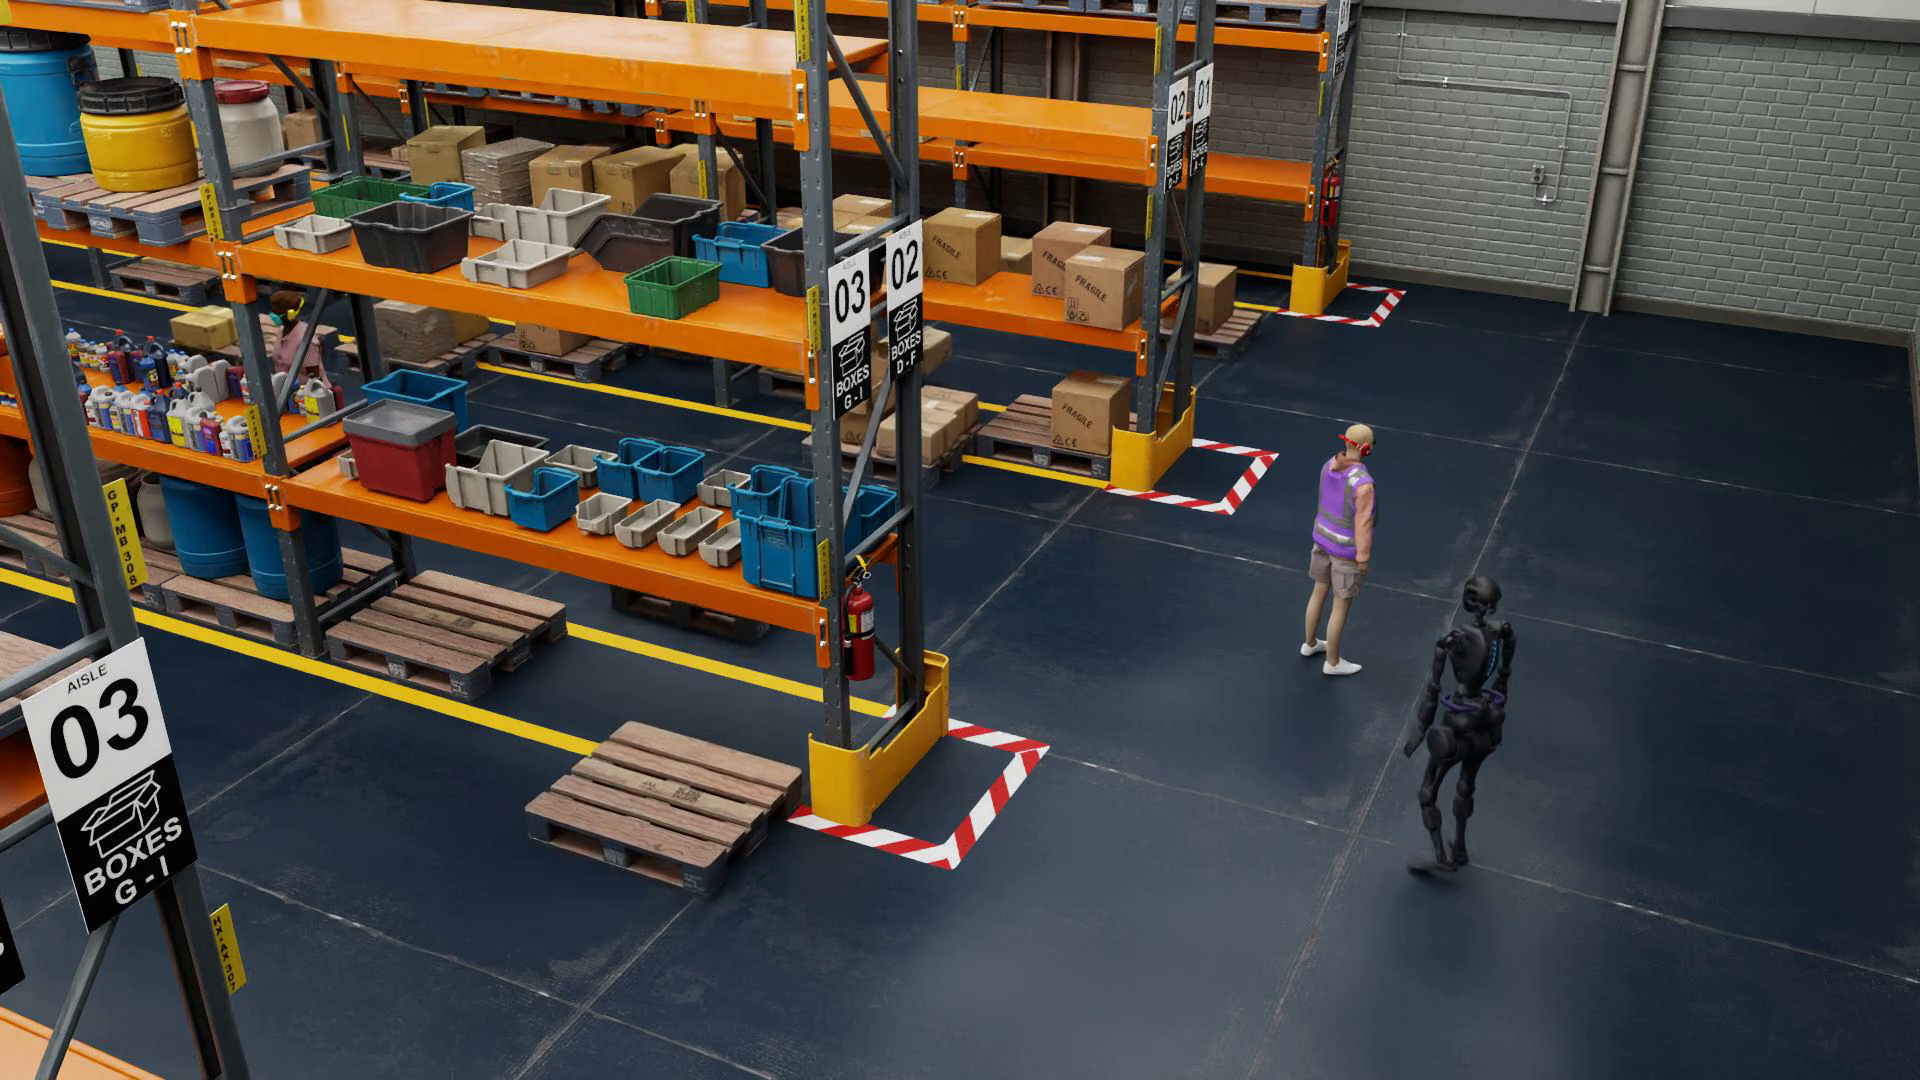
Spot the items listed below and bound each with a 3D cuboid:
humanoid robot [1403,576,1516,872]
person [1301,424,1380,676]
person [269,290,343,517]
[{"bbox_3d":[2.664,0.980,8.730,0.597,1.637,0.424,-12,29,-24],"label":"humanoid robot"},{"bbox_3d":[2.426,0.056,10.592,0.349,1.688,0.491,-11,28,-21],"label":"person"},{"bbox_3d":[-4.987,-1.048,12.712,0.509,1.794,0.336,20,33,35],"label":"person"}]
